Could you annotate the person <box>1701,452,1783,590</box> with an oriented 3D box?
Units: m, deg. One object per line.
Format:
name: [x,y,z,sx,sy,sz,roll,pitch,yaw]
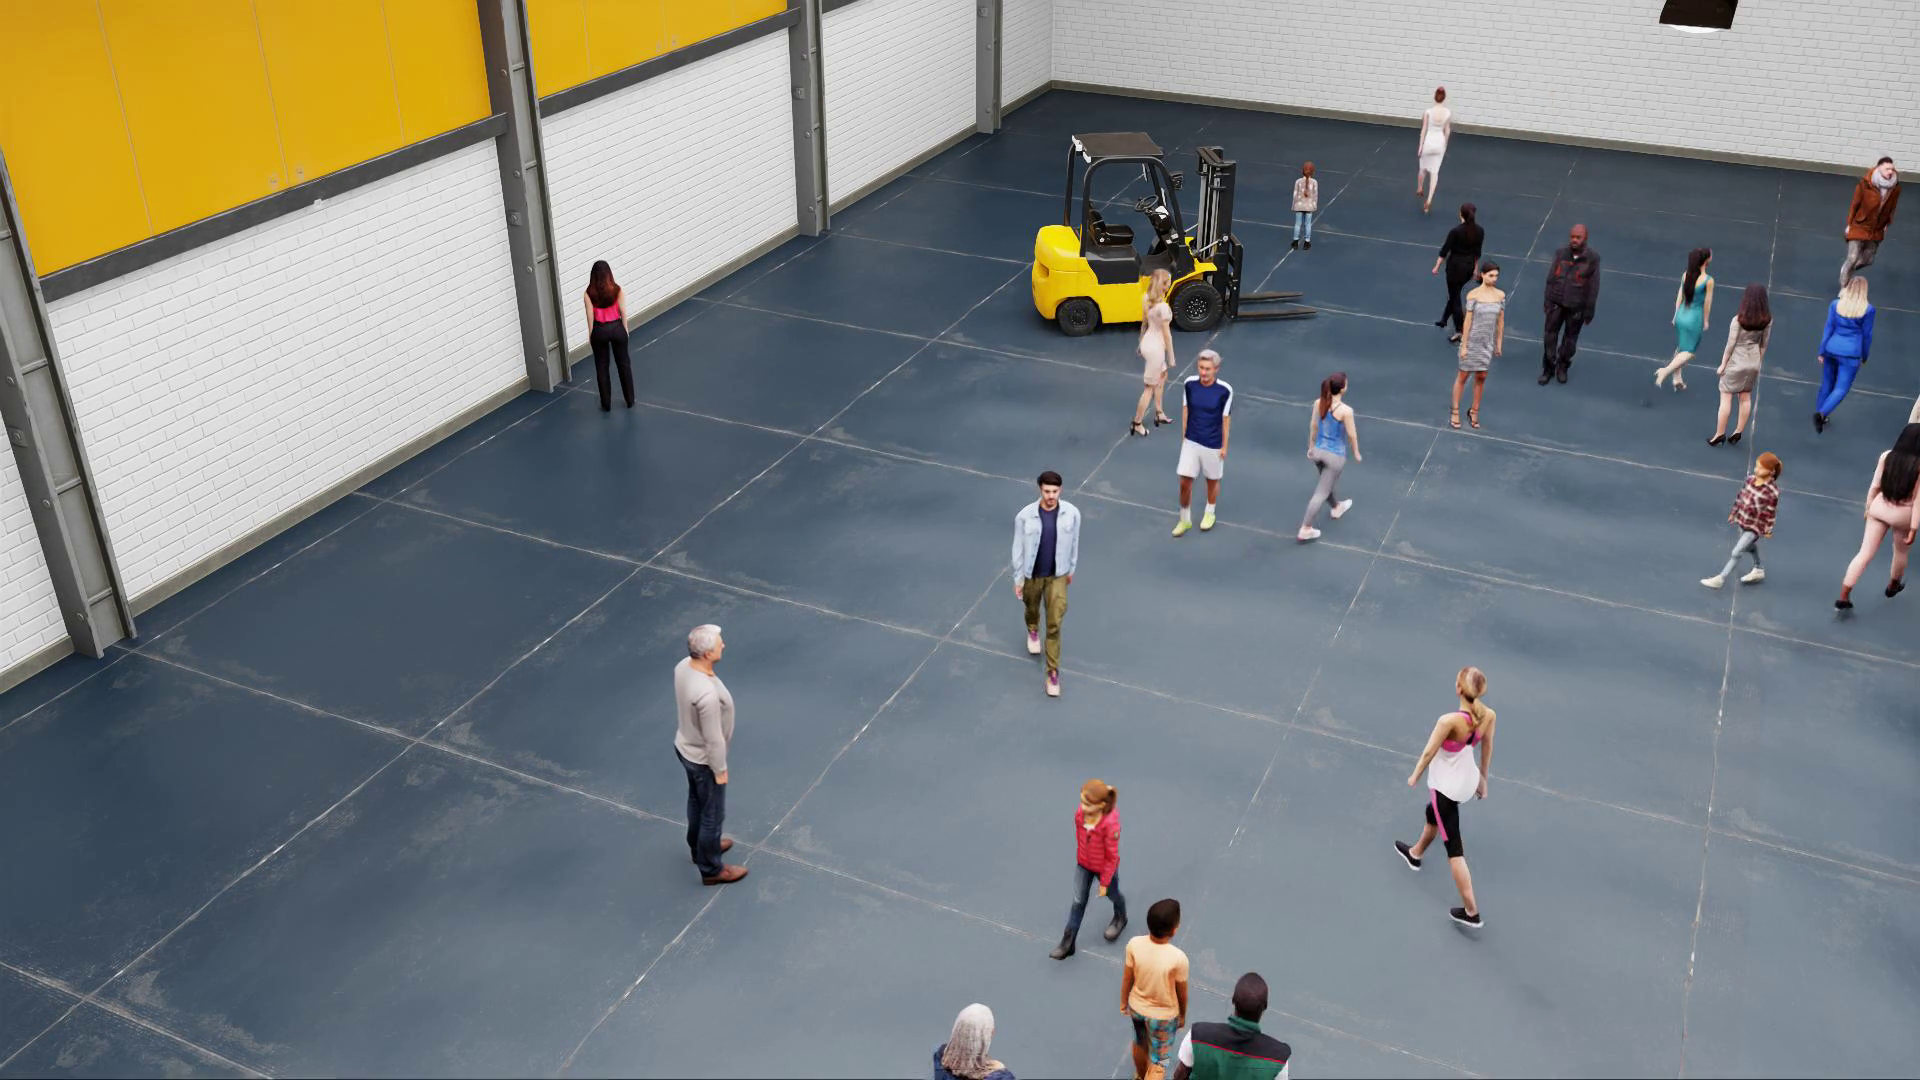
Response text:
person: [6.906,-0.158,14.390,0.935,1.272,0.911,-7,29,-13]

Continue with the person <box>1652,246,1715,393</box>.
person: [7.826,-2.330,17.959,0.922,1.667,0.819,-15,32,-25]

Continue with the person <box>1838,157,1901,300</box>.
person: [11.207,-3.887,20.656,0.846,1.818,0.873,1,29,2]

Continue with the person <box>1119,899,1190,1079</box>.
person: [1.040,2.622,9.118,0.558,1.440,0.896,13,31,23]

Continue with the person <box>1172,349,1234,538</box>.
person: [2.276,-0.929,15.240,0.645,1.812,0.786,11,30,19]

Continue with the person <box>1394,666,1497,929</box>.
person: [3.178,1.655,10.576,1.158,1.741,1.136,-13,31,-23]

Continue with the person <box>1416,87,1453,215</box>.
person: [6.760,-5.524,23.720,0.804,1.757,1.103,3,29,5]

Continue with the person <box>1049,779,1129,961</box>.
person: [0.917,2.013,10.395,0.658,1.286,0.936,21,35,34]

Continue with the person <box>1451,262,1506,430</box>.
person: [5.353,-2.024,17.238,0.675,1.821,0.693,-4,29,-8]

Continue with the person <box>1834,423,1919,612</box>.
person: [7.734,-0.134,13.929,1.266,1.671,1.003,-20,35,-32]

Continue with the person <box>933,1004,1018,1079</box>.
person: [0.023,3.038,8.139,0.768,1.648,1.159,20,34,32]

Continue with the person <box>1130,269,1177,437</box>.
person: [1.896,-1.882,16.992,0.901,1.807,0.835,-12,31,-20]

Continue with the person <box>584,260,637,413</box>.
person: [-3.738,-2.183,17.698,0.663,1.660,0.709,-8,30,-14]

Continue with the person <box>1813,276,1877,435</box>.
person: [9.019,-1.860,17.084,1.039,1.680,0.845,-24,37,-36]

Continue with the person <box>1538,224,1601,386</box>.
person: [6.751,-2.645,18.392,0.752,1.805,0.797,14,32,24]

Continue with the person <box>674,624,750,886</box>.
person: [-1.675,1.396,10.884,0.862,1.902,0.826,-13,31,-22]

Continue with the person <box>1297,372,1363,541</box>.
person: [3.305,-0.729,15.124,1.118,1.571,0.886,-20,34,-32]

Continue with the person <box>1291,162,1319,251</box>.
person: [4.654,-4.520,22.468,0.528,1.194,0.527,5,29,10]

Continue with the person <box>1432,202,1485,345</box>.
person: [5.863,-3.066,19.346,0.935,1.631,0.981,-12,31,-21]

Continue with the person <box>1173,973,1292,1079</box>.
person: [1.273,2.941,8.139,0.815,1.817,0.975,6,29,11]

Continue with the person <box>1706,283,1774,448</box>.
person: [7.903,-1.754,16.823,0.667,1.744,0.683,-3,29,-6]

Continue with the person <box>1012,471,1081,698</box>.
person: [0.645,0.250,13.124,1.037,1.769,1.293,-1,29,-1]
